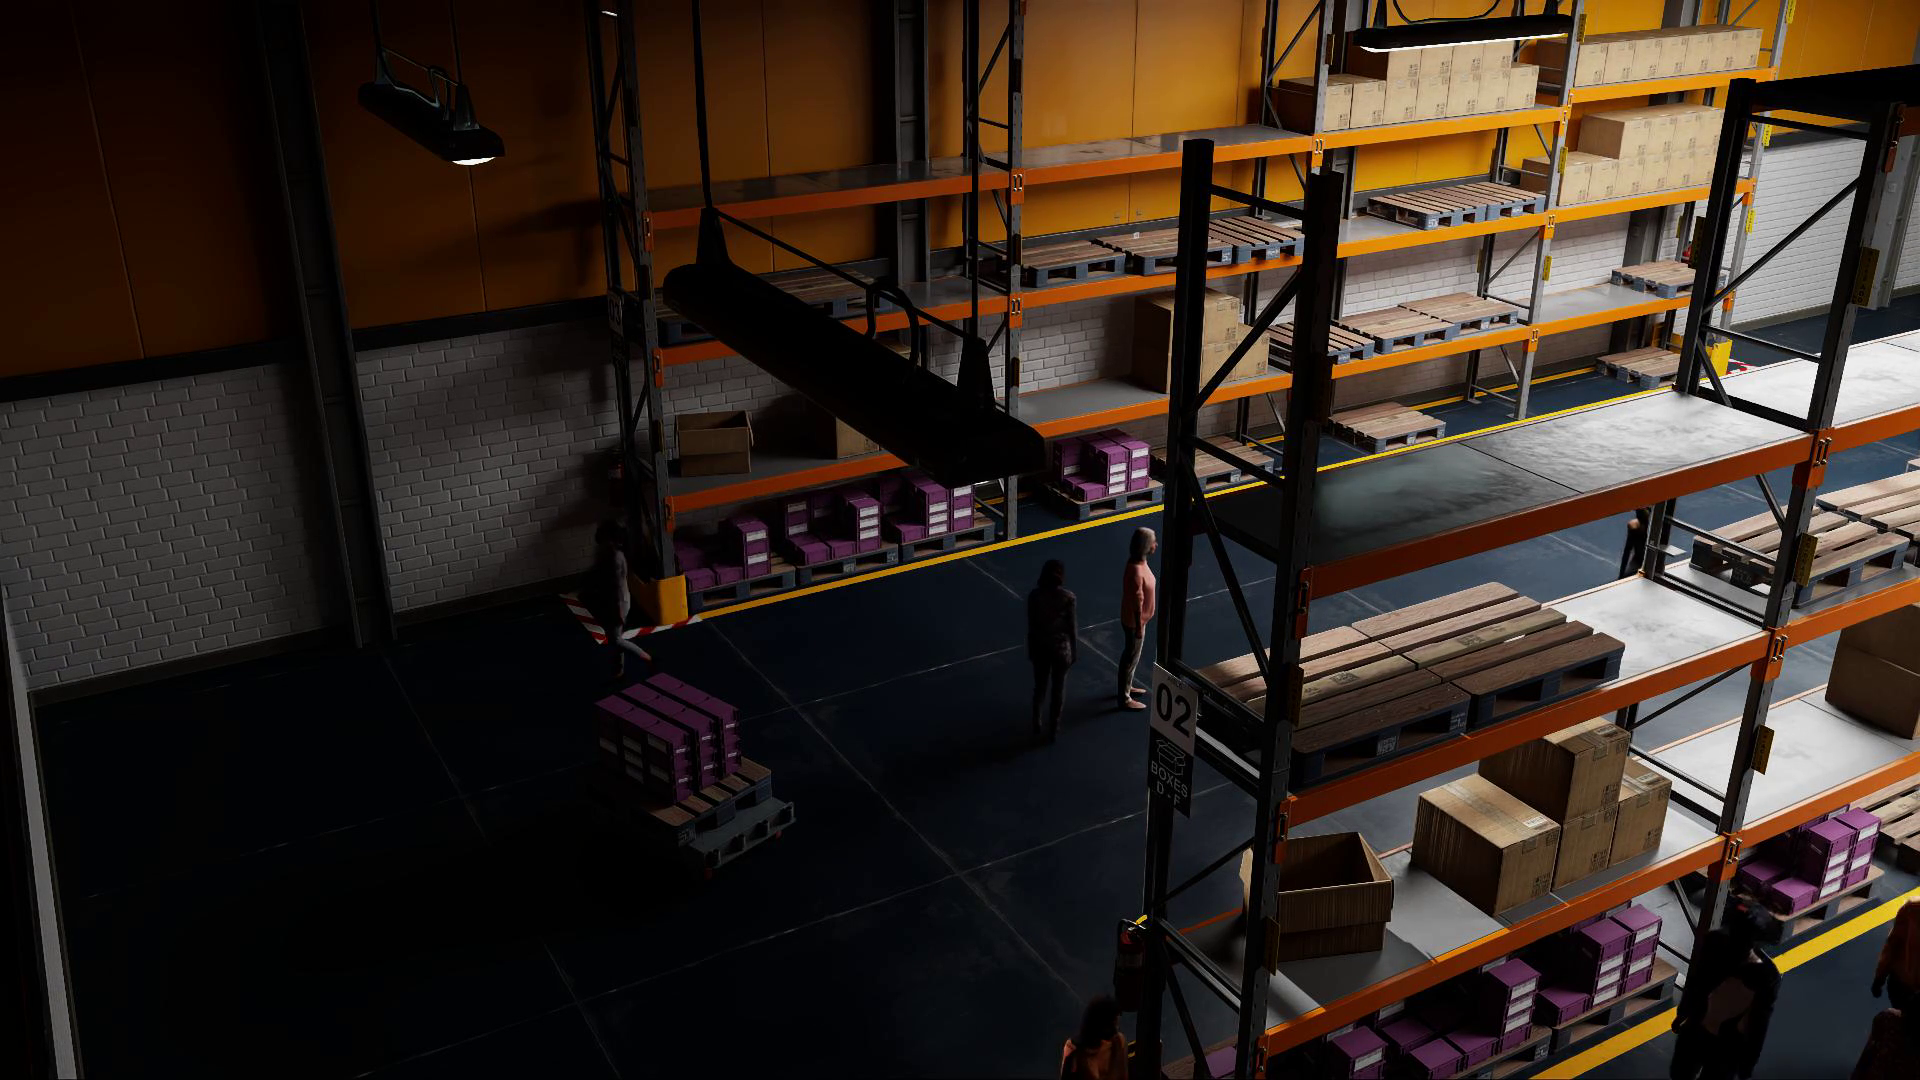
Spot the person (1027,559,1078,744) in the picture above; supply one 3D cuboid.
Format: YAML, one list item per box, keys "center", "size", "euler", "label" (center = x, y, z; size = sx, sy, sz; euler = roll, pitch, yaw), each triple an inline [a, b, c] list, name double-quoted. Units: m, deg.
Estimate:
- center: [0.767, 0.984, 14.162]
  size: [0.767, 1.704, 0.827]
  euler: [6, 24, 14]
  label: "person"

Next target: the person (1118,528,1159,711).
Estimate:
- center: [1.558, 0.680, 14.834]
  size: [0.696, 1.722, 0.671]
  euler: [2, 24, 5]
  label: "person"

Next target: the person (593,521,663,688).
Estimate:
- center: [-3.044, 0.598, 15.095]
  size: [0.908, 1.663, 0.778]
  euler: [-4, 24, -8]
  label: "person"

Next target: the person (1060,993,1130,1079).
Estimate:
- center: [0.680, 3.168, 9.202]
  size: [0.654, 1.675, 0.655]
  euler: [-11, 26, -24]
  label: "person"

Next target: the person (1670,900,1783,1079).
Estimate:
- center: [4.443, 2.862, 9.651]
  size: [1.061, 1.876, 0.778]
  euler: [-9, 25, -20]
  label: "person"
